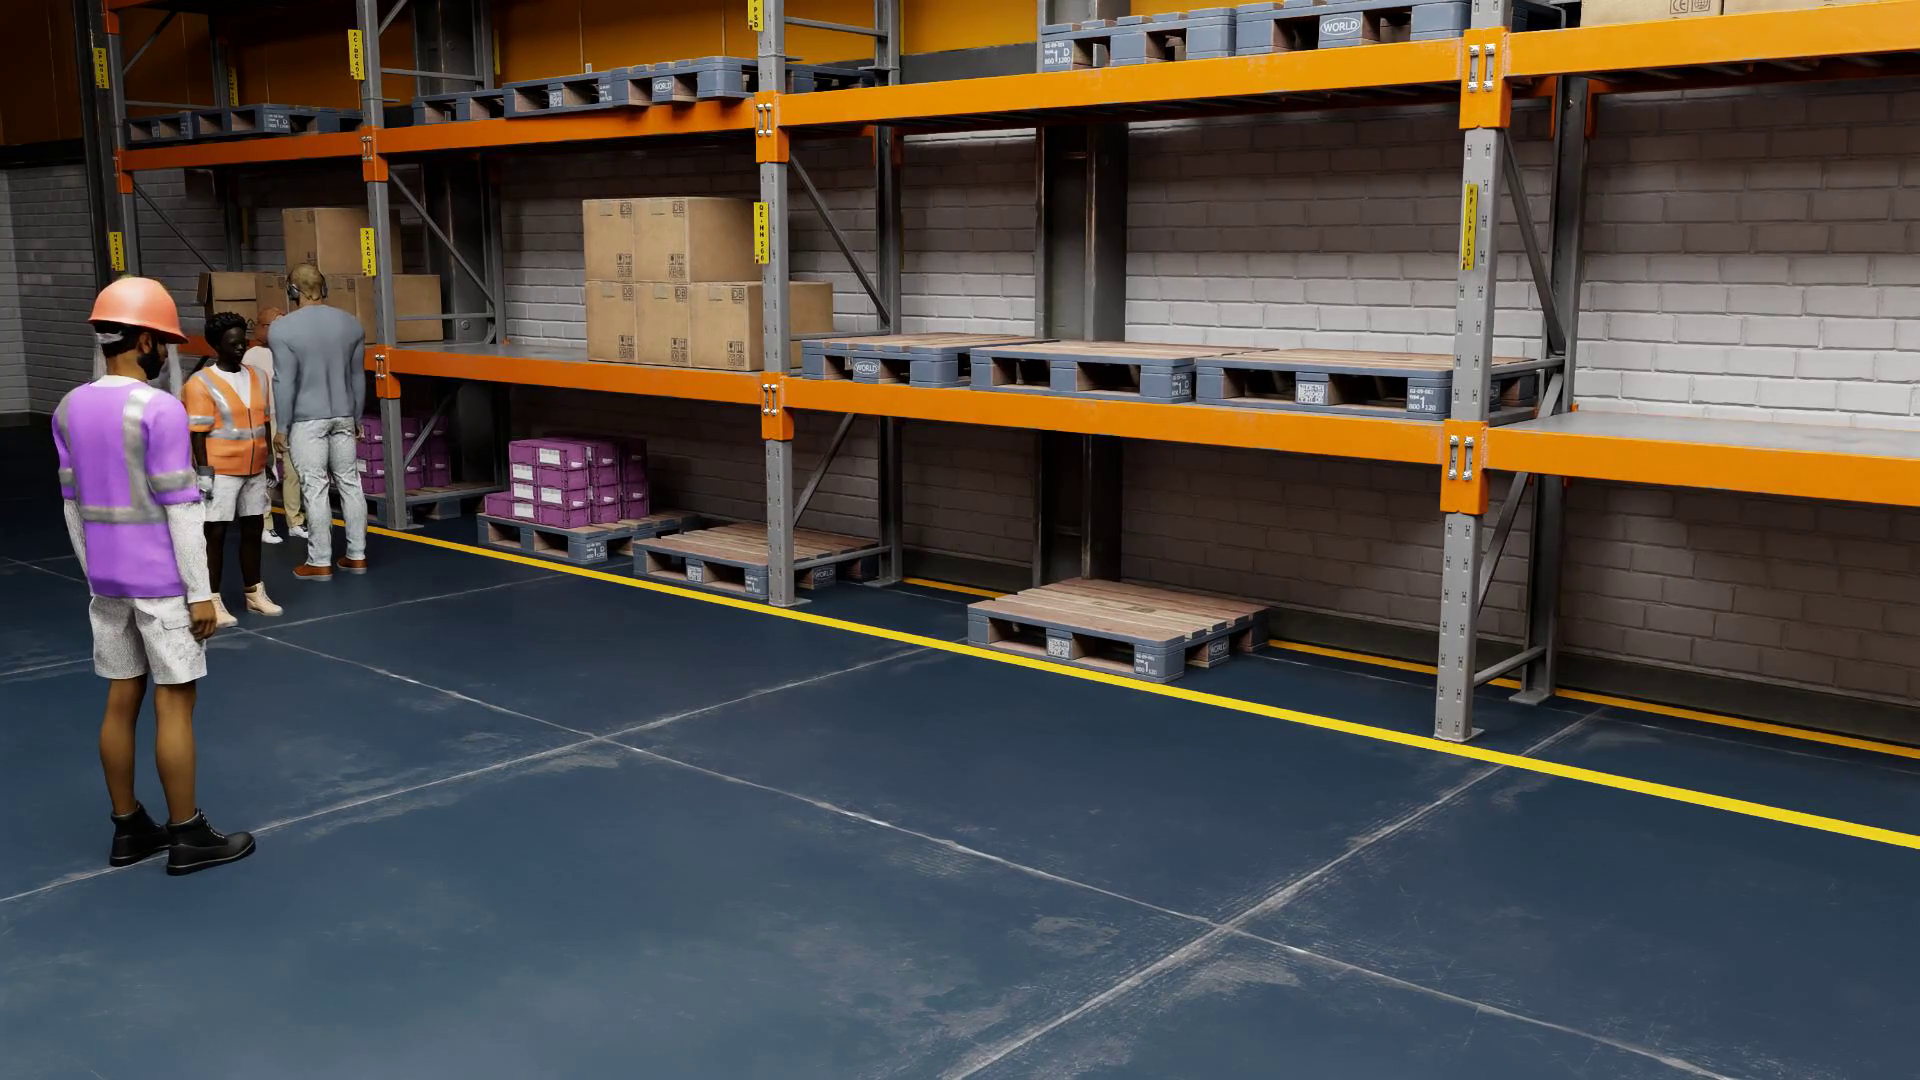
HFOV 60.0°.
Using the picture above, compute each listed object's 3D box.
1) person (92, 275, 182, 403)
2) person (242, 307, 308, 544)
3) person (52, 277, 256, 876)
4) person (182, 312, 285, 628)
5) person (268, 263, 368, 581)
[{"bbox_3d":[-6.317,-1.115,12.757,0.461,1.815,0.623,8,13,40],"label":"person"},{"bbox_3d":[-4.698,-0.790,11.473,0.281,1.626,0.499,5,11,28],"label":"person"},{"bbox_3d":[-2.623,0.124,5.397,0.543,1.928,0.372,4,11,23],"label":"person"},{"bbox_3d":[-3.911,-0.379,8.955,0.322,1.690,0.536,5,11,25],"label":"person"},{"bbox_3d":[-3.907,-0.714,10.159,0.373,1.933,0.627,7,12,36],"label":"person"}]
